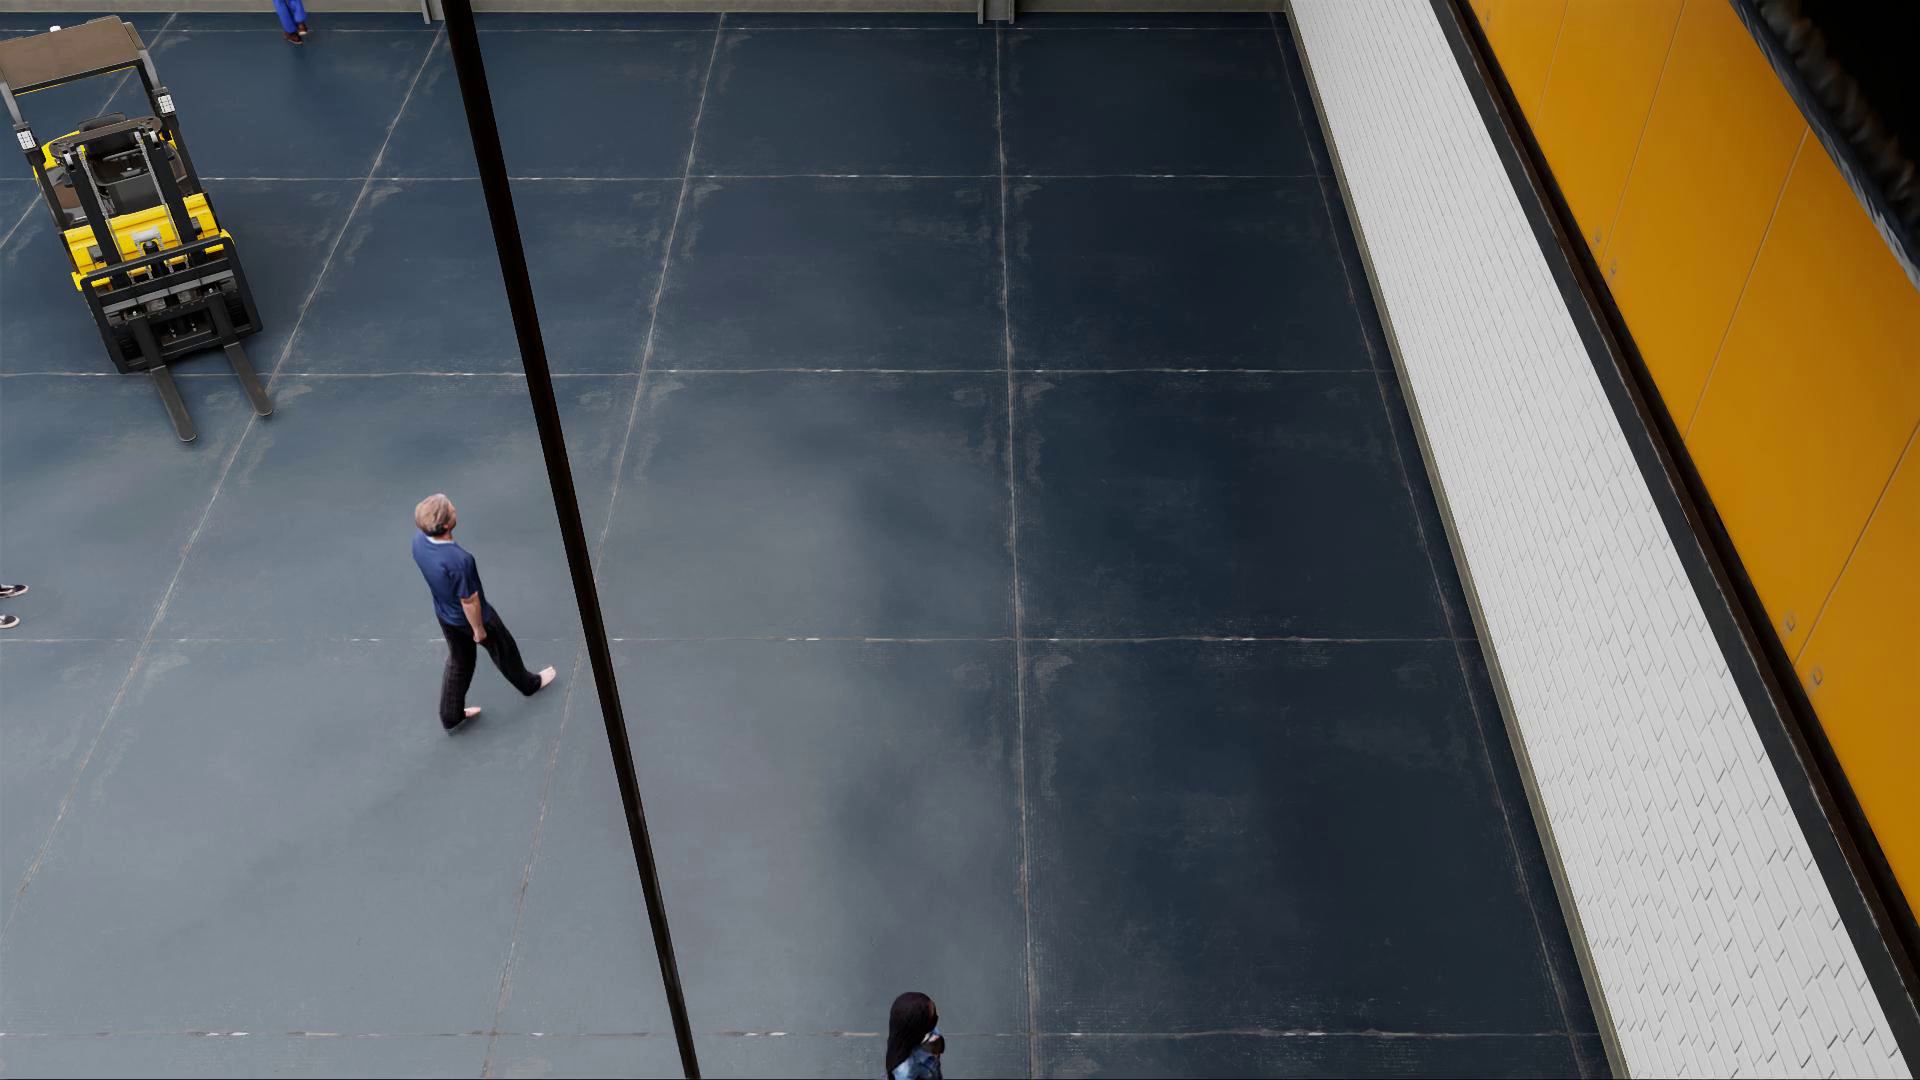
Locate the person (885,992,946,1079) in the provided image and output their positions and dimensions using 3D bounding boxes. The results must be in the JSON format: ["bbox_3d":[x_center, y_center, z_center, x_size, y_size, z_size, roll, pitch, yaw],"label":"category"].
[{"bbox_3d":[-0.326,2.701,8.097,1.087,1.683,0.604,0,44,0],"label":"person"}]

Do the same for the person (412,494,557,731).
[{"bbox_3d":[-3.137,0.491,10.304,1.087,1.839,1.103,29,51,27],"label":"person"}]
